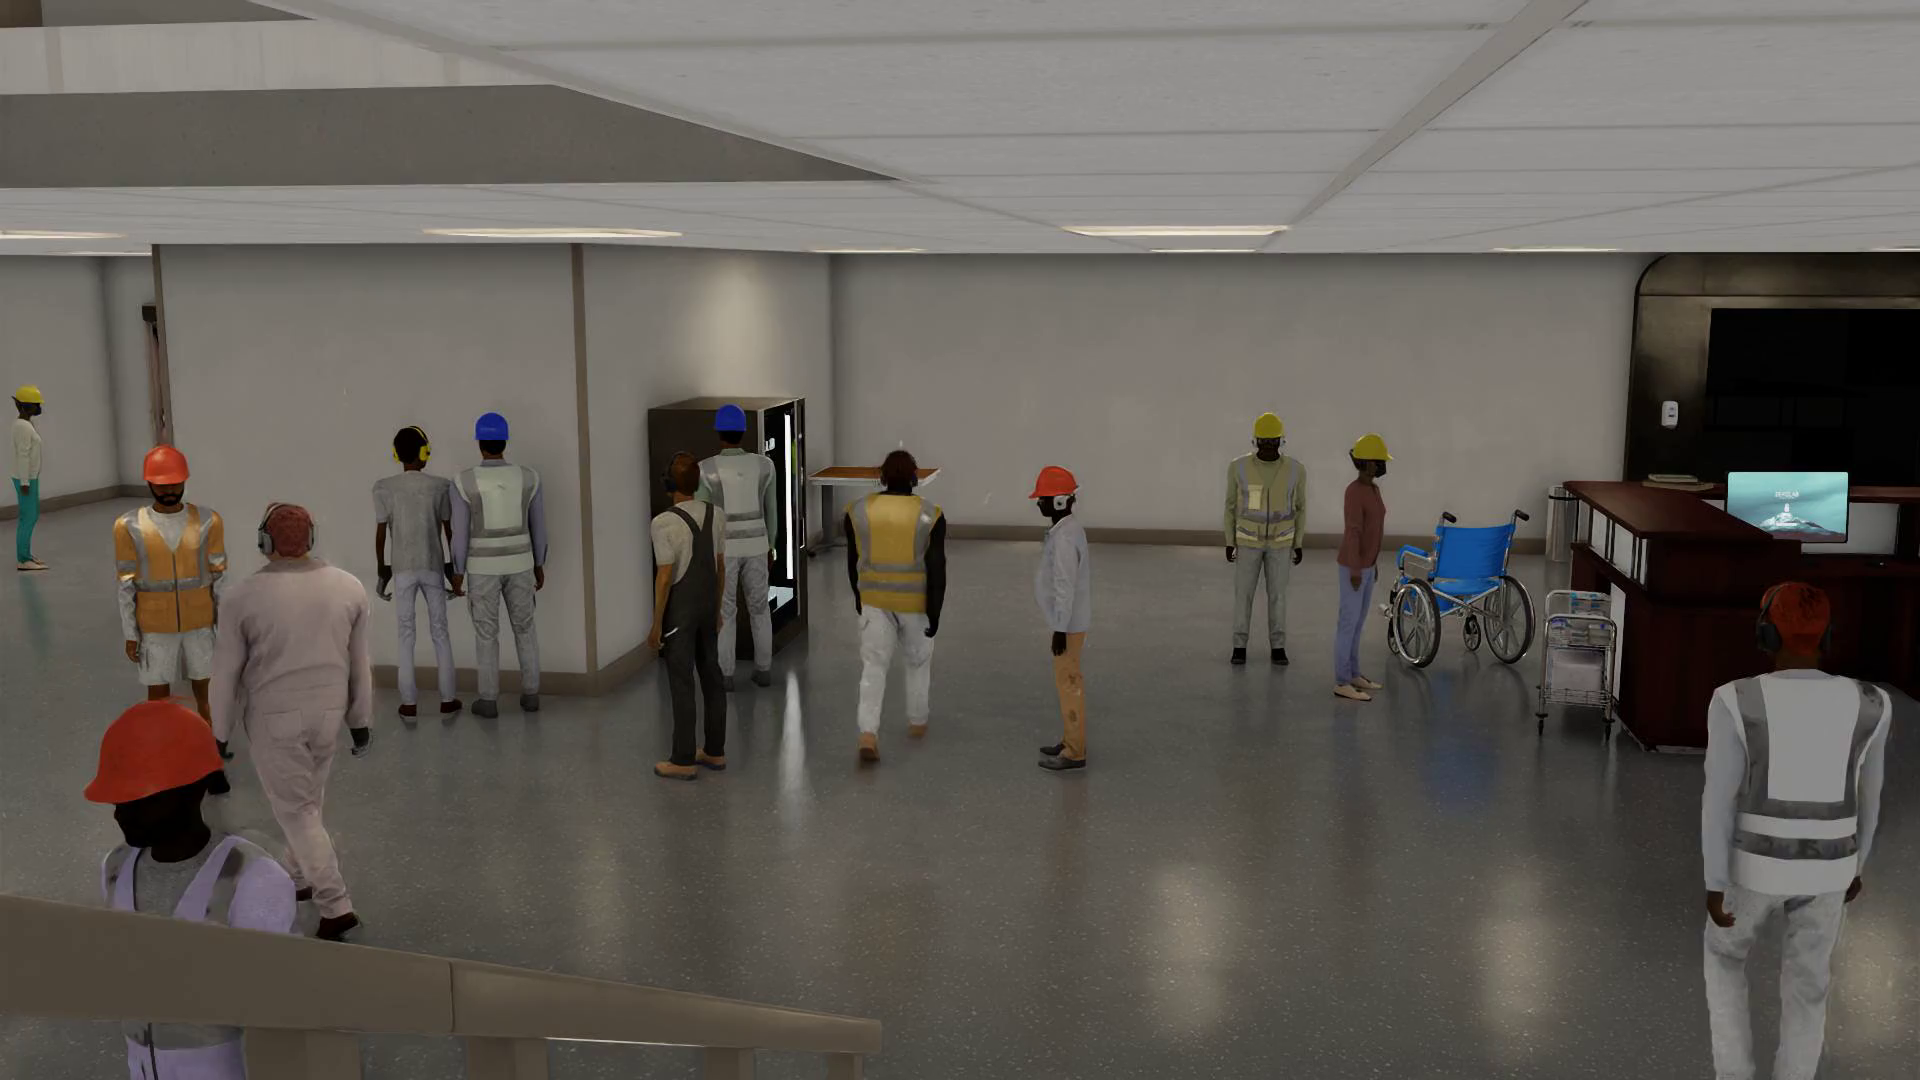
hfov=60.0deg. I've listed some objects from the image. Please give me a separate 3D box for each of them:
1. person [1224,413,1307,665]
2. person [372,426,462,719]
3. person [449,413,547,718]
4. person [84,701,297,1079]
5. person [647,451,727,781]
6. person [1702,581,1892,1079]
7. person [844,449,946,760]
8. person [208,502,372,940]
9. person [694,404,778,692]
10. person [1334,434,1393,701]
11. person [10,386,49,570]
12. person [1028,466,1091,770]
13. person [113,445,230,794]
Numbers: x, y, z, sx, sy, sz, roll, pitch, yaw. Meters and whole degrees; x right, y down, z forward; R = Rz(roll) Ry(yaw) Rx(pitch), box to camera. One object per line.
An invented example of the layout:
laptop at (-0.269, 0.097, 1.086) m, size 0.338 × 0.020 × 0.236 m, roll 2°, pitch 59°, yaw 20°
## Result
person at (2.201, -0.007, 12.025) m, size 0.587 × 1.833 × 0.404 m, roll 1°, pitch 9°, yaw 4°
person at (-3.453, 0.211, 10.588) m, size 0.514 × 1.865 × 0.327 m, roll -2°, pitch 10°, yaw -15°
person at (-2.950, 0.161, 10.636) m, size 0.614 × 1.945 × 0.402 m, roll -6°, pitch 11°, yaw -32°
person at (-1.760, 1.290, 3.864) m, size 0.560 × 1.890 × 0.992 m, roll 3°, pitch 10°, yaw 18°
person at (-1.530, 0.423, 9.326) m, size 0.344 × 1.847 × 0.504 m, roll 8°, pitch 12°, yaw 39°
person at (2.656, 1.056, 5.358) m, size 0.570 × 1.865 × 0.445 m, roll 2°, pitch 9°, yaw 10°
person at (-0.389, 0.372, 9.807) m, size 0.616 × 1.808 × 0.964 m, roll 1°, pitch 9°, yaw 7°
person at (-2.861, 0.767, 7.181) m, size 0.972 × 1.867 × 0.654 m, roll 8°, pitch 12°, yaw 41°
person at (-1.523, 0.058, 11.267) m, size 0.605 × 1.949 × 0.399 m, roll -5°, pitch 10°, yaw -26°
person at (2.699, 0.173, 11.123) m, size 0.325 × 1.769 × 0.524 m, roll 5°, pitch 11°, yaw 29°
person at (-8.867, -0.588, 15.866) m, size 0.378 × 1.758 × 0.531 m, roll -5°, pitch 10°, yaw -27°
person at (0.569, 0.442, 9.543) m, size 0.359 × 1.743 × 0.559 m, roll 0°, pitch 9°, yaw 2°
person at (-4.211, 0.446, 8.945) m, size 0.546 × 1.928 × 0.387 m, roll -5°, pitch 11°, yaw -31°
